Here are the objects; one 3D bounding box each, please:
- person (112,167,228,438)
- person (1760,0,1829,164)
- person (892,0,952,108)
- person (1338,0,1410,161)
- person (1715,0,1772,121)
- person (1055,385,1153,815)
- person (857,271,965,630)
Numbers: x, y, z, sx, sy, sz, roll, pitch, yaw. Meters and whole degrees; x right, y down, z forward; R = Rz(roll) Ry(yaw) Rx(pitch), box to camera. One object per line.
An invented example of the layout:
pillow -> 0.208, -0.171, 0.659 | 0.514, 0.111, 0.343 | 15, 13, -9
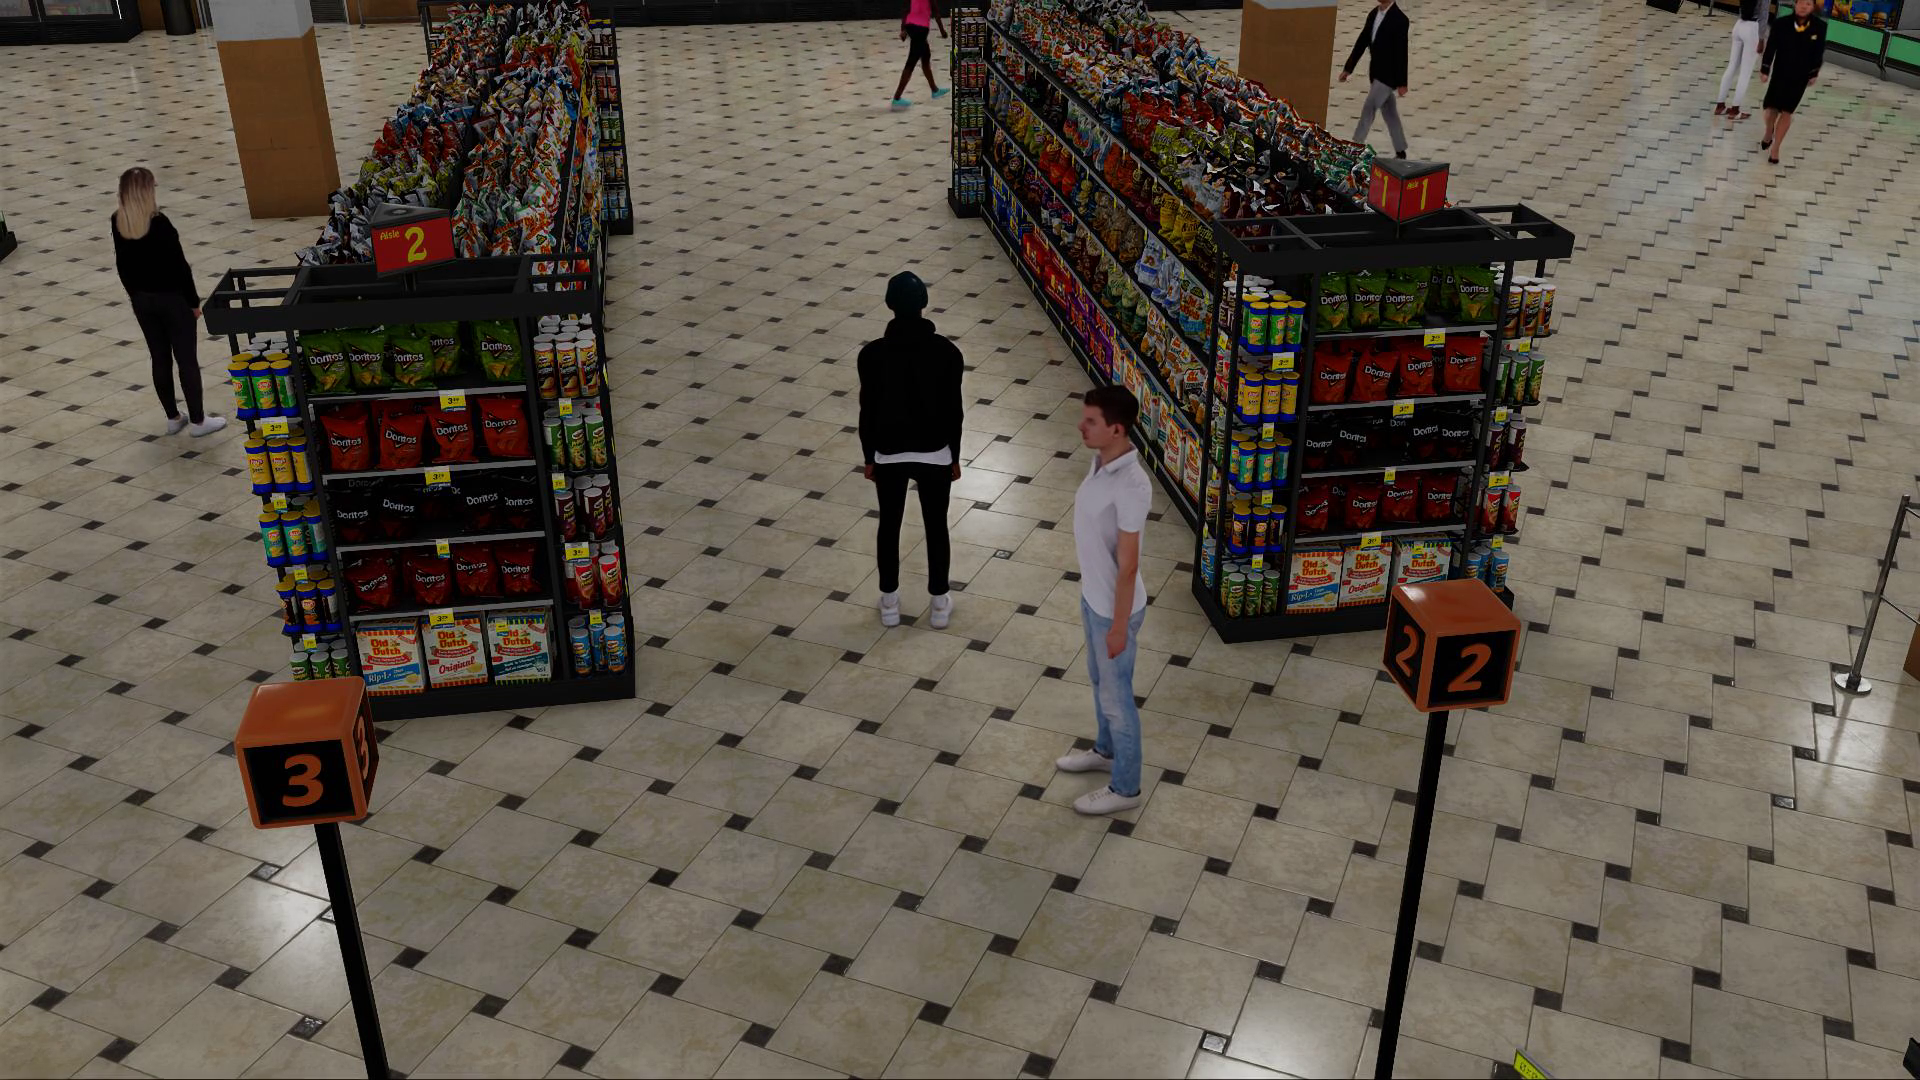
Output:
person -> -4.937, -1.462, 10.262 | 0.703, 1.687, 0.685 | 4, 27, 7
person -> 8.227, -4.595, 16.468 | 0.862, 1.661, 0.912 | 12, 29, 22
person -> -0.535, -5.657, 18.545 | 0.970, 1.677, 1.114 | -19, 32, -33
person -> 4.152, -4.458, 15.940 | 0.825, 1.895, 1.170 | -6, 27, -11
person -> 8.605, -5.495, 18.173 | 0.640, 1.724, 0.446 | -6, 27, -11
person -> 0.622, 0.239, 6.728 | 0.703, 1.849, 0.462 | -4, 27, -8
person -> -0.232, -0.421, 8.065 | 0.711, 1.818, 0.656 | 1, 27, 2
